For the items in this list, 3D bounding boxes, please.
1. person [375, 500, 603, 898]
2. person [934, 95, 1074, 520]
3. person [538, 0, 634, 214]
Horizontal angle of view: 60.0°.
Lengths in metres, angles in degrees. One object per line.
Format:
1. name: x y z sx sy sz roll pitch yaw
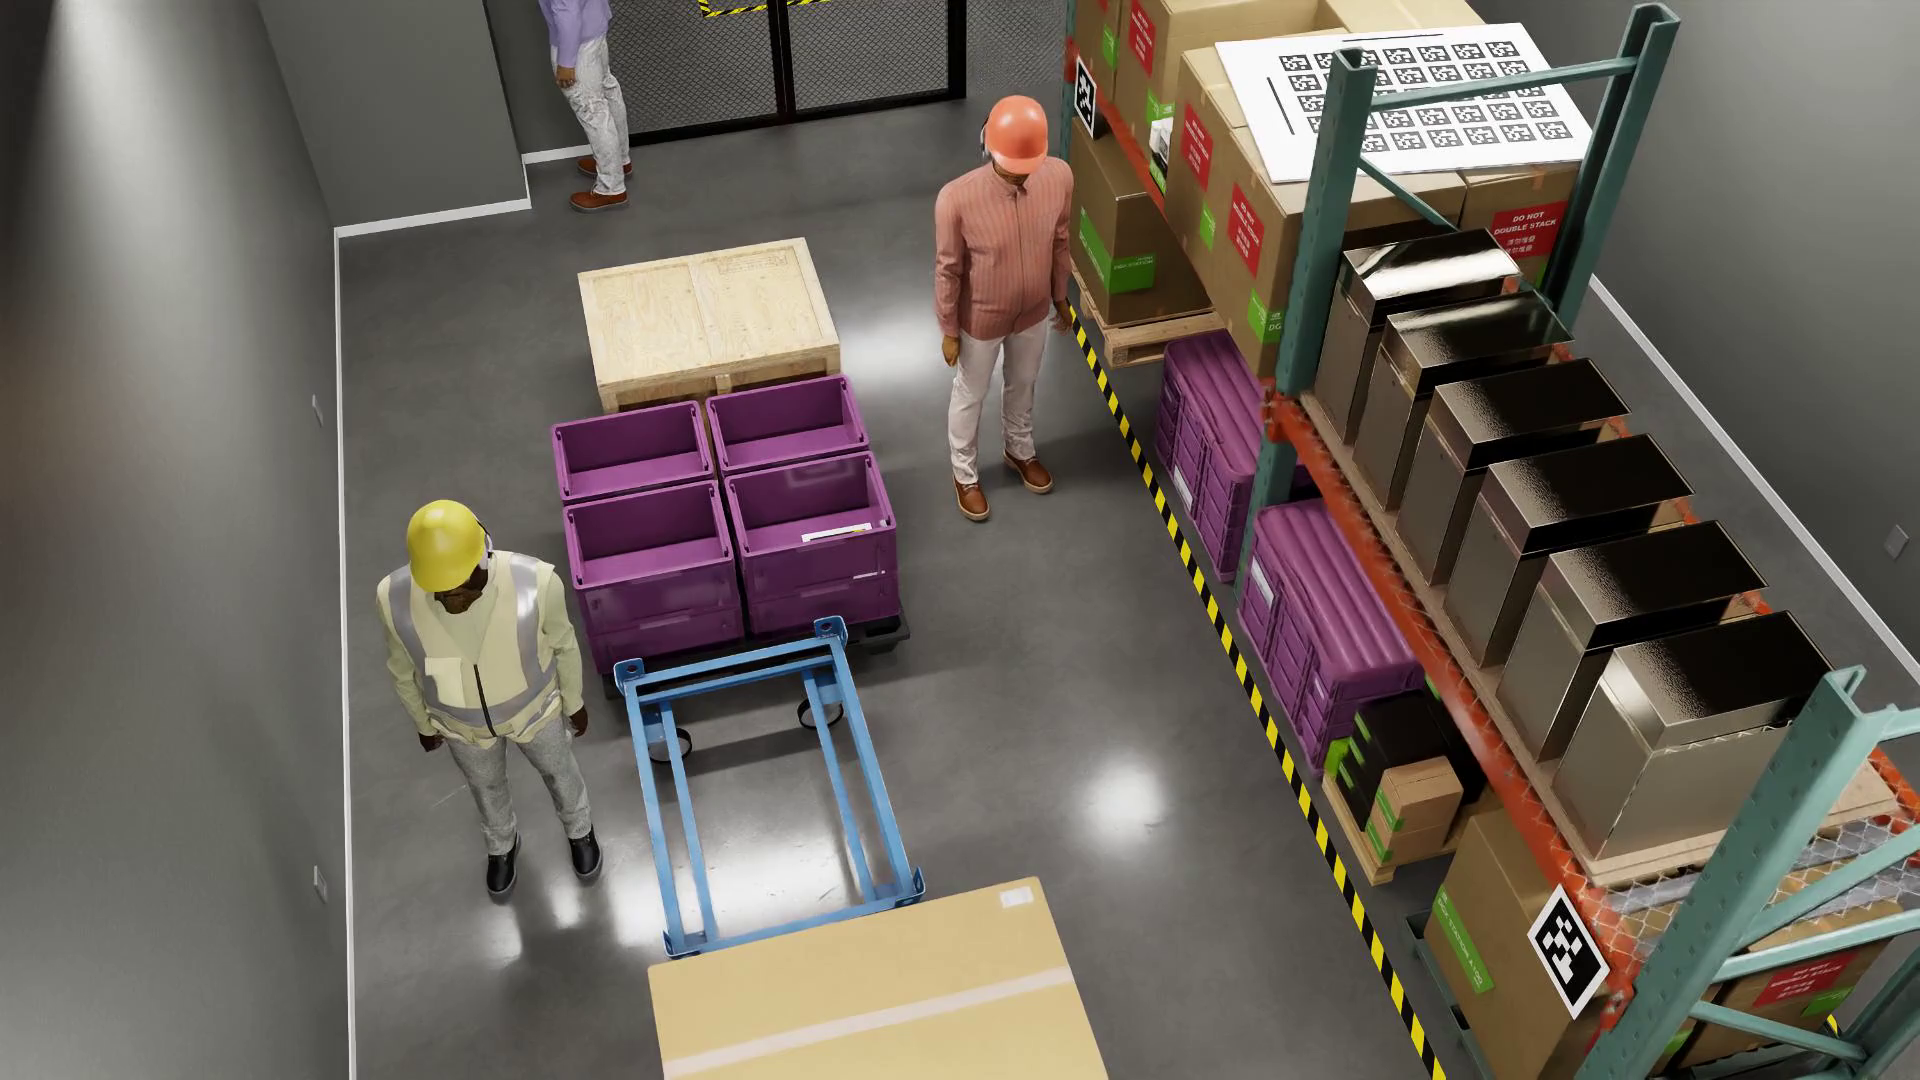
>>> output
1. person: -1.518 0.540 5.461 0.590 1.833 0.404 -9 48 -8
2. person: 0.189 -0.920 6.699 0.611 1.987 0.389 -22 51 -19
3. person: -1.895 -2.513 8.198 0.356 1.932 0.638 1 47 1
